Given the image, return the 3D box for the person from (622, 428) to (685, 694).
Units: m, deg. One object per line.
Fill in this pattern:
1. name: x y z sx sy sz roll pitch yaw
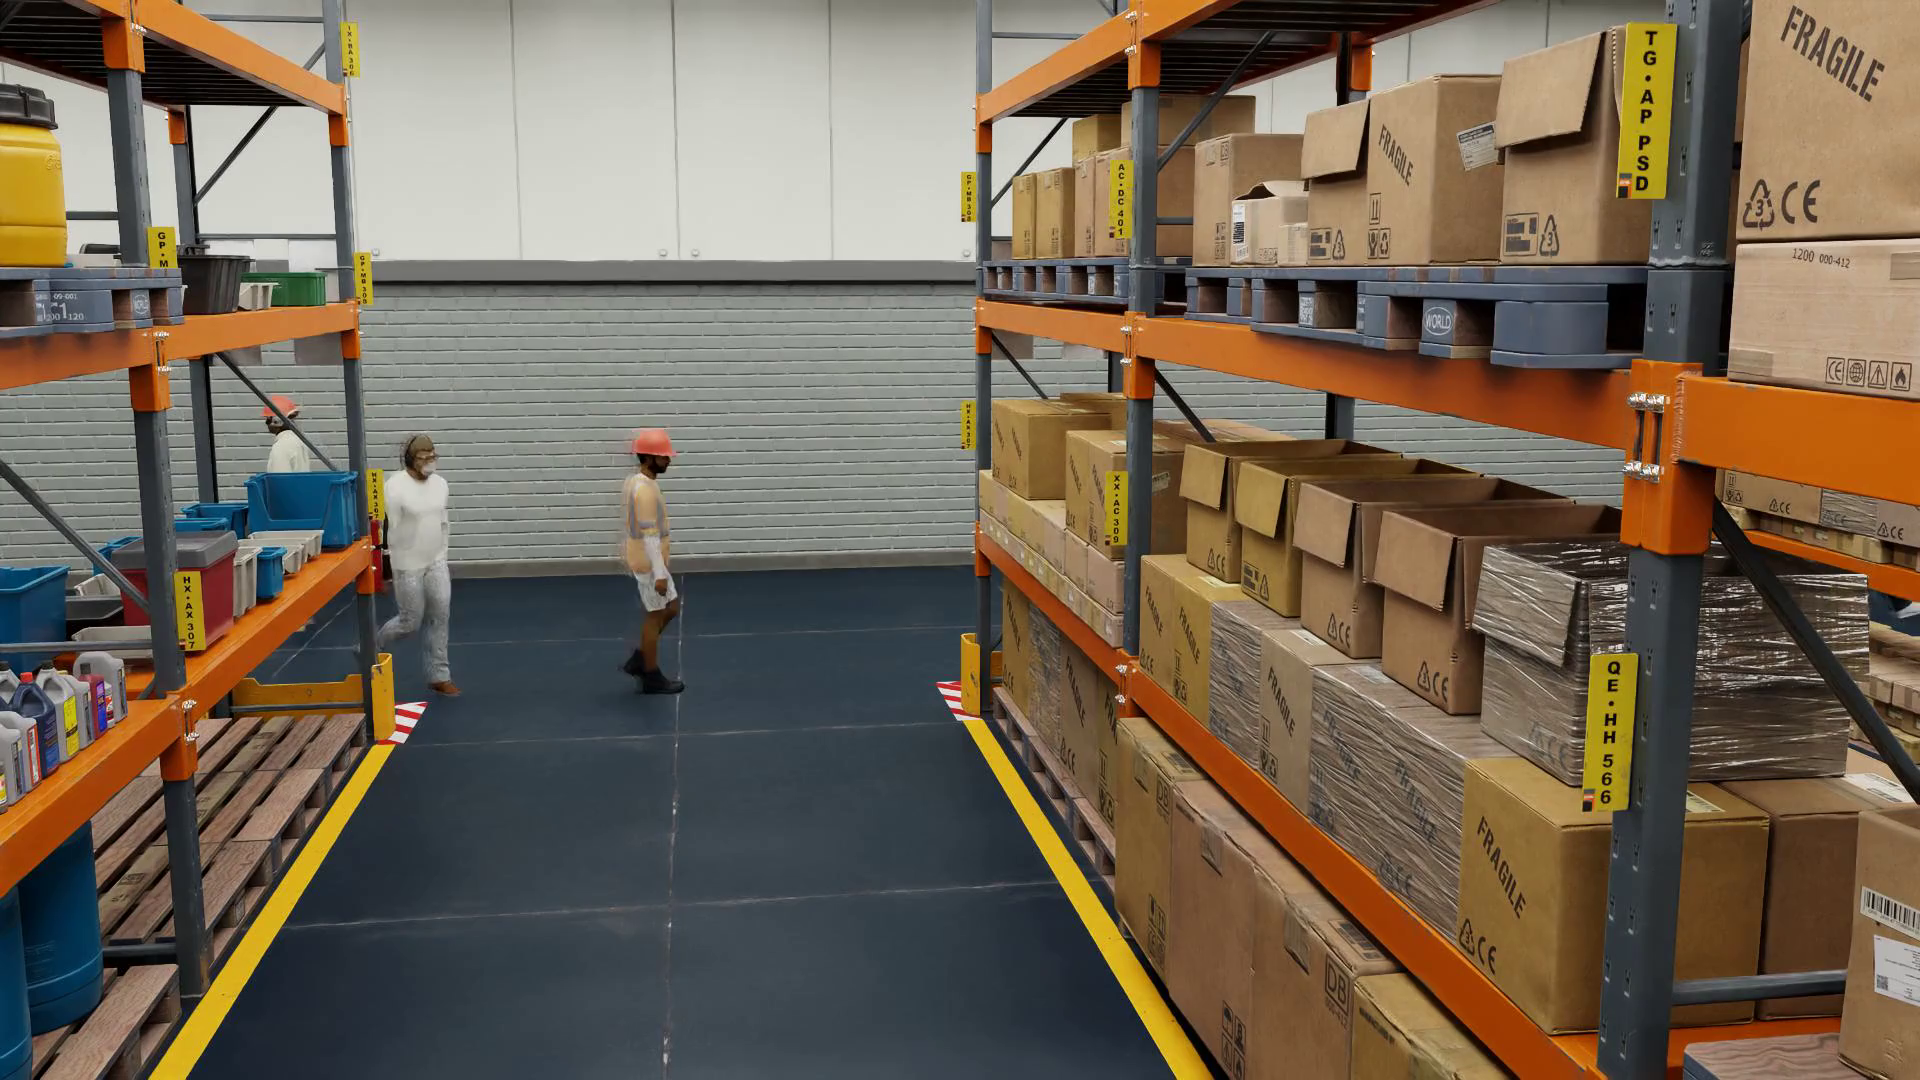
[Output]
1. person: -2.175 0.162 11.846 0.394 1.925 0.582 -2 9 -10

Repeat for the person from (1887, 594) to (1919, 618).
1. person: 7.981 -0.244 14.533 0.987 1.860 0.618 2 10 14

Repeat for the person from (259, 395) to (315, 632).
1. person: -5.665 -0.227 14.043 0.387 1.993 0.632 -1 9 -6

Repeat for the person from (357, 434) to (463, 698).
1. person: -3.940 0.179 11.828 0.780 1.905 0.663 4 10 25
